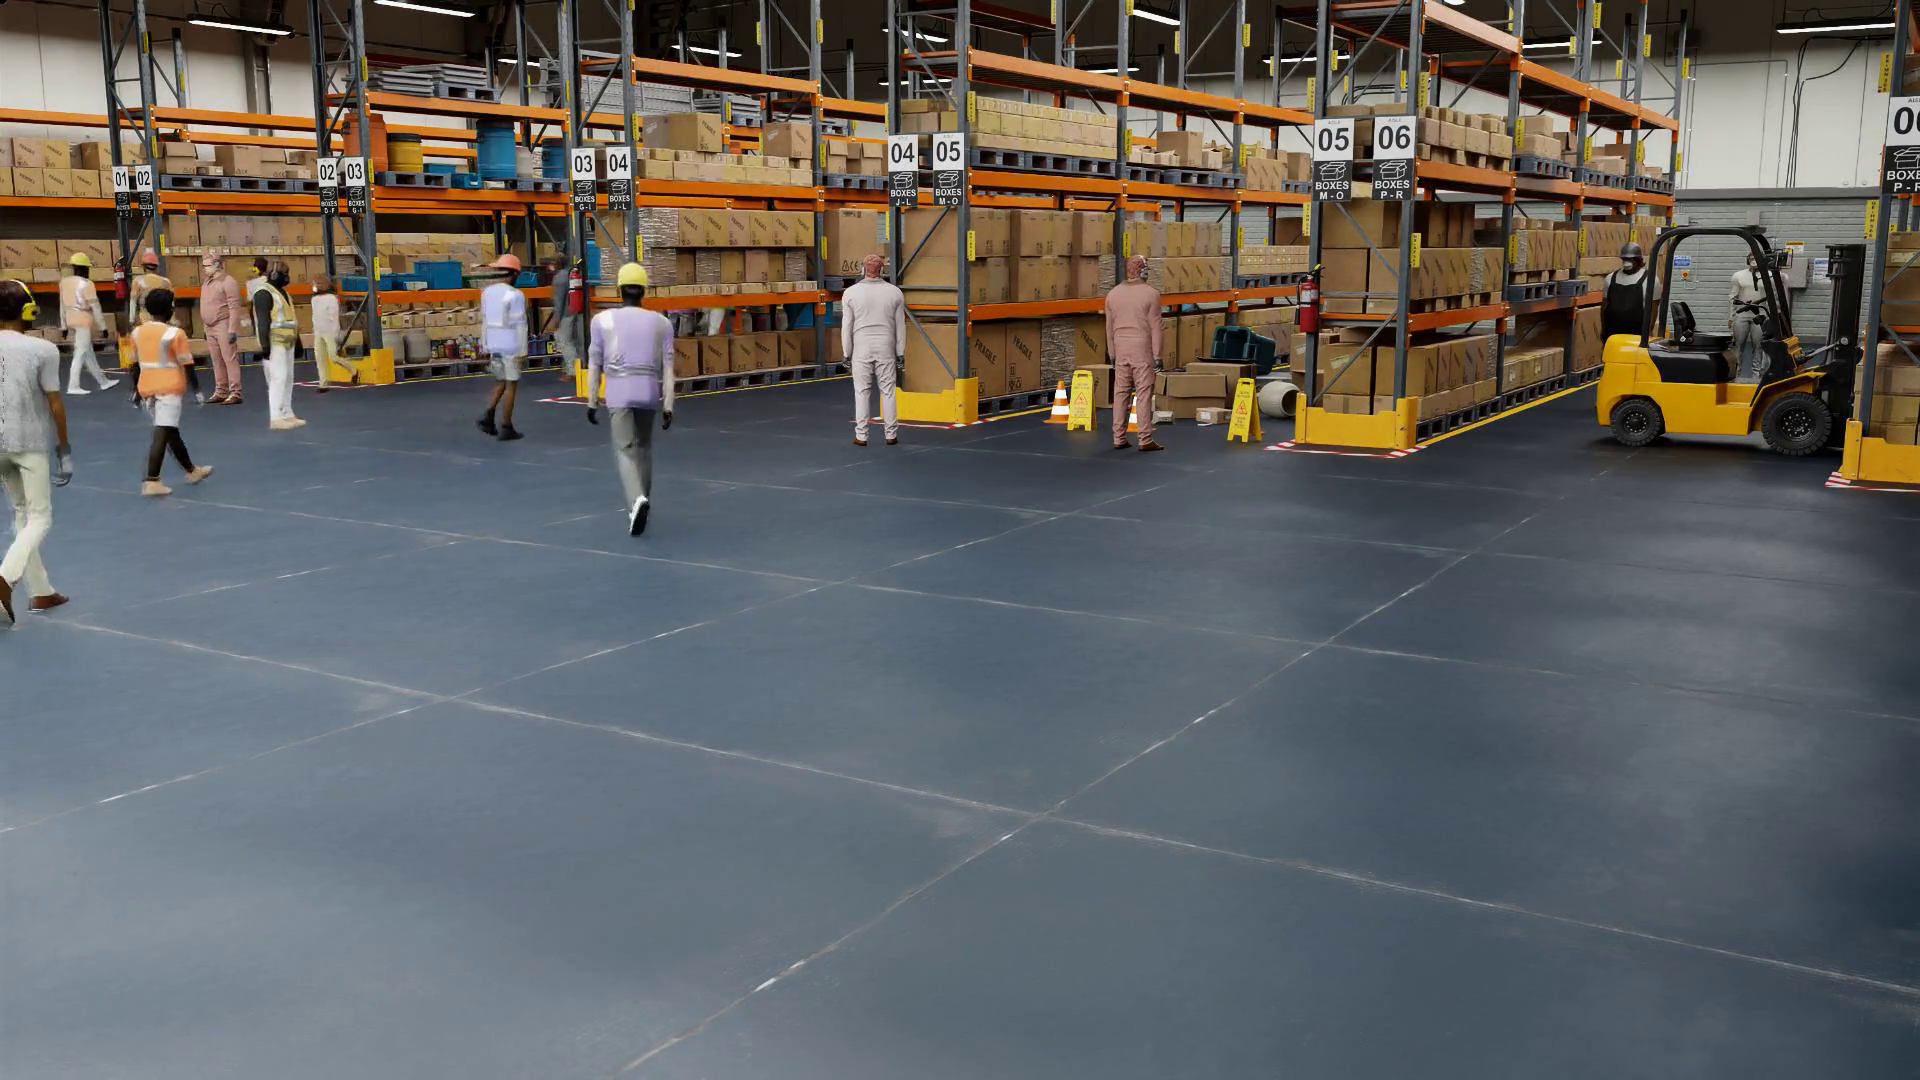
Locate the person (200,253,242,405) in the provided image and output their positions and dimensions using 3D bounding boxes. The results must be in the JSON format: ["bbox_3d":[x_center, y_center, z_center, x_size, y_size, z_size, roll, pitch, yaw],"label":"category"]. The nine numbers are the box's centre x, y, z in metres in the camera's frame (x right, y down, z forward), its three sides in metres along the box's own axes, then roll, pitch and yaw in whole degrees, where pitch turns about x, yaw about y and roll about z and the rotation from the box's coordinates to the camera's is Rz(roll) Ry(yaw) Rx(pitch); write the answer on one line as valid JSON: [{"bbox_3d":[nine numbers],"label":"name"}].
[{"bbox_3d":[-9.328,-2.649,20.928,0.636,1.902,0.404,7,12,34],"label":"person"}]

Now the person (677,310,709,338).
[{"bbox_3d":[-5.472,-5.023,34.251,0.646,1.890,1.029,9,14,42],"label":"person"}]

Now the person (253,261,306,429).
[{"bbox_3d":[-7.486,-2.144,18.287,0.430,1.833,0.658,0,10,1],"label":"person"}]

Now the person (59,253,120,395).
[{"bbox_3d":[-11.753,-2.908,22.421,0.601,1.879,0.898,5,11,26],"label":"person"}]

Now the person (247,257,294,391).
[{"bbox_3d":[-9.476,-2.974,22.944,0.560,1.828,0.750,0,10,-2],"label":"person"}]

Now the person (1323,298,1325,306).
[{"bbox_3d":[7.185,-4.946,33.704,0.622,1.938,1.053,8,13,38],"label":"person"}]

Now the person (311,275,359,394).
[{"bbox_3d":[-8.555,-2.798,22.601,0.510,1.613,0.623,6,12,29],"label":"person"}]

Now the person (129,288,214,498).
[{"bbox_3d":[-6.358,-1.199,13.455,0.556,1.652,0.846,4,11,21],"label":"person"}]

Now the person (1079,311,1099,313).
[{"bbox_3d":[1.998,-3.762,27.031,0.687,1.945,0.509,-3,11,-18],"label":"person"}]

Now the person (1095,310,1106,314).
[{"bbox_3d":[2.555,-4.145,28.959,0.637,2.017,0.504,3,11,19],"label":"person"}]

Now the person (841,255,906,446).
[{"bbox_3d":[-0.872,-1.896,16.685,0.652,1.906,0.402,-2,10,-11],"label":"person"}]

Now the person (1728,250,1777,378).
[{"bbox_3d":[11.229,-3.147,23.606,0.630,1.940,0.372,6,12,30],"label":"person"}]

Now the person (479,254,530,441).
[{"bbox_3d":[-4.655,-1.974,17.094,0.569,1.913,0.472,6,12,31],"label":"person"}]

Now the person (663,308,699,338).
[{"bbox_3d":[-4.242,-3.491,25.235,0.608,2.044,0.373,3,10,15],"label":"person"}]

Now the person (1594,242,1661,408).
[{"bbox_3d":[8.116,-2.603,20.267,0.676,2.000,0.536,9,13,40],"label":"person"}]

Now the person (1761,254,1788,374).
[{"bbox_3d":[12.499,-3.509,25.818,0.594,1.866,0.446,2,10,11],"label":"person"}]

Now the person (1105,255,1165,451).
[{"bbox_3d":[1.733,-1.819,16.258,0.644,1.908,0.408,8,13,39],"label":"person"}]

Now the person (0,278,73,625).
[{"bbox_3d":[-5.067,-0.468,8.897,0.524,1.846,0.807,0,10,2],"label":"person"}]

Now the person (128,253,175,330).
[{"bbox_3d":[-11.796,-3.242,24.313,1.012,1.885,0.563,8,13,39],"label":"person"}]

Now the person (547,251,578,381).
[{"bbox_3d":[-5.801,-3.254,24.300,0.457,1.906,0.671,-2,10,-12],"label":"person"}]

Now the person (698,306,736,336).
[{"bbox_3d":[-4.209,-4.019,28.883,0.638,1.791,0.942,6,12,32],"label":"person"}]

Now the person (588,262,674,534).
[{"bbox_3d":[-2.290,-1.003,11.725,0.595,1.898,0.842,-5,11,-26],"label":"person"}]

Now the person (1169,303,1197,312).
[{"bbox_3d":[3.954,-4.072,29.494,0.536,1.683,0.424,4,11,20],"label":"person"}]
